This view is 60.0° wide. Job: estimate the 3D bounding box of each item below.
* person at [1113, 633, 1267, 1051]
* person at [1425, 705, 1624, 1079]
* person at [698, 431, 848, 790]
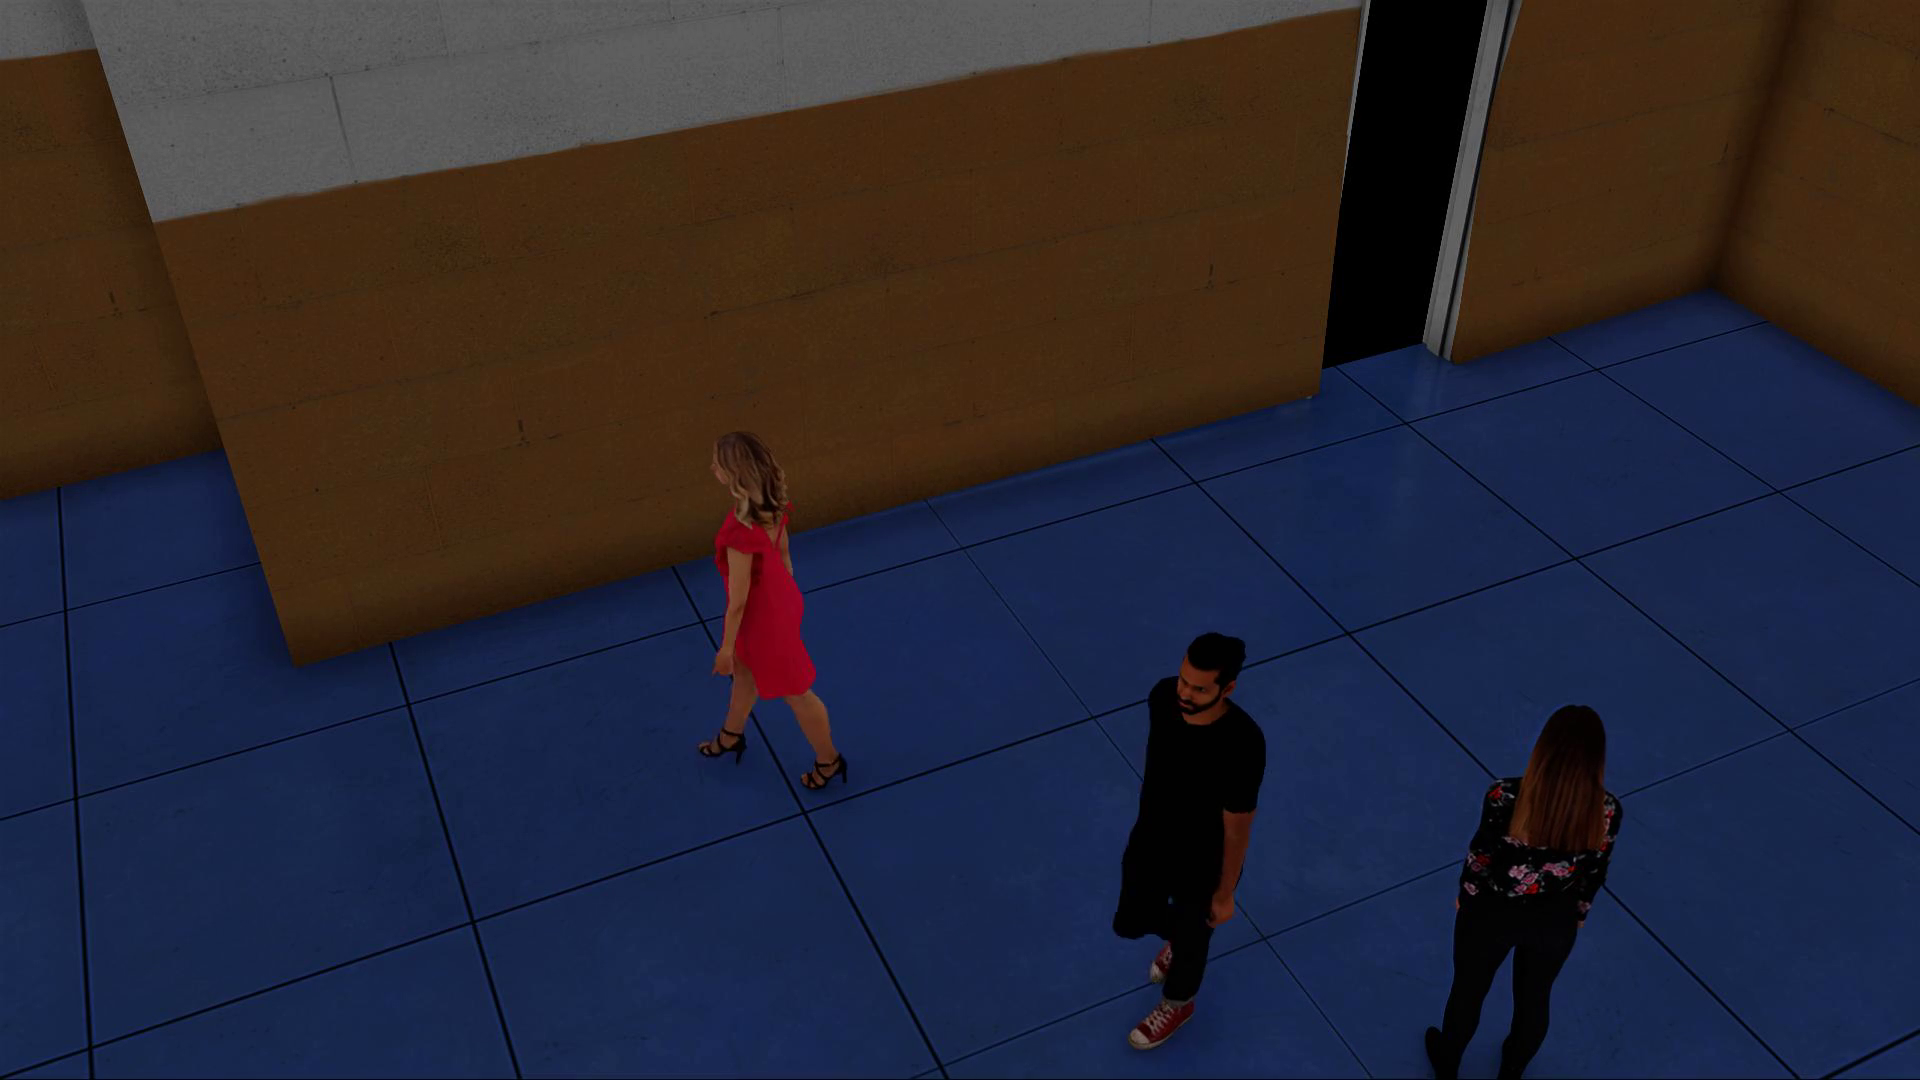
[{"bbox_3d":[0.796,0.974,5.446,0.812,1.746,0.763,-30,46,-33],"label":"person"},{"bbox_3d":[1.775,1.164,5.245,0.646,1.684,0.667,5,37,6],"label":"person"},{"bbox_3d":[-0.643,0.320,6.353,0.921,1.703,0.920,6,37,8],"label":"person"}]
